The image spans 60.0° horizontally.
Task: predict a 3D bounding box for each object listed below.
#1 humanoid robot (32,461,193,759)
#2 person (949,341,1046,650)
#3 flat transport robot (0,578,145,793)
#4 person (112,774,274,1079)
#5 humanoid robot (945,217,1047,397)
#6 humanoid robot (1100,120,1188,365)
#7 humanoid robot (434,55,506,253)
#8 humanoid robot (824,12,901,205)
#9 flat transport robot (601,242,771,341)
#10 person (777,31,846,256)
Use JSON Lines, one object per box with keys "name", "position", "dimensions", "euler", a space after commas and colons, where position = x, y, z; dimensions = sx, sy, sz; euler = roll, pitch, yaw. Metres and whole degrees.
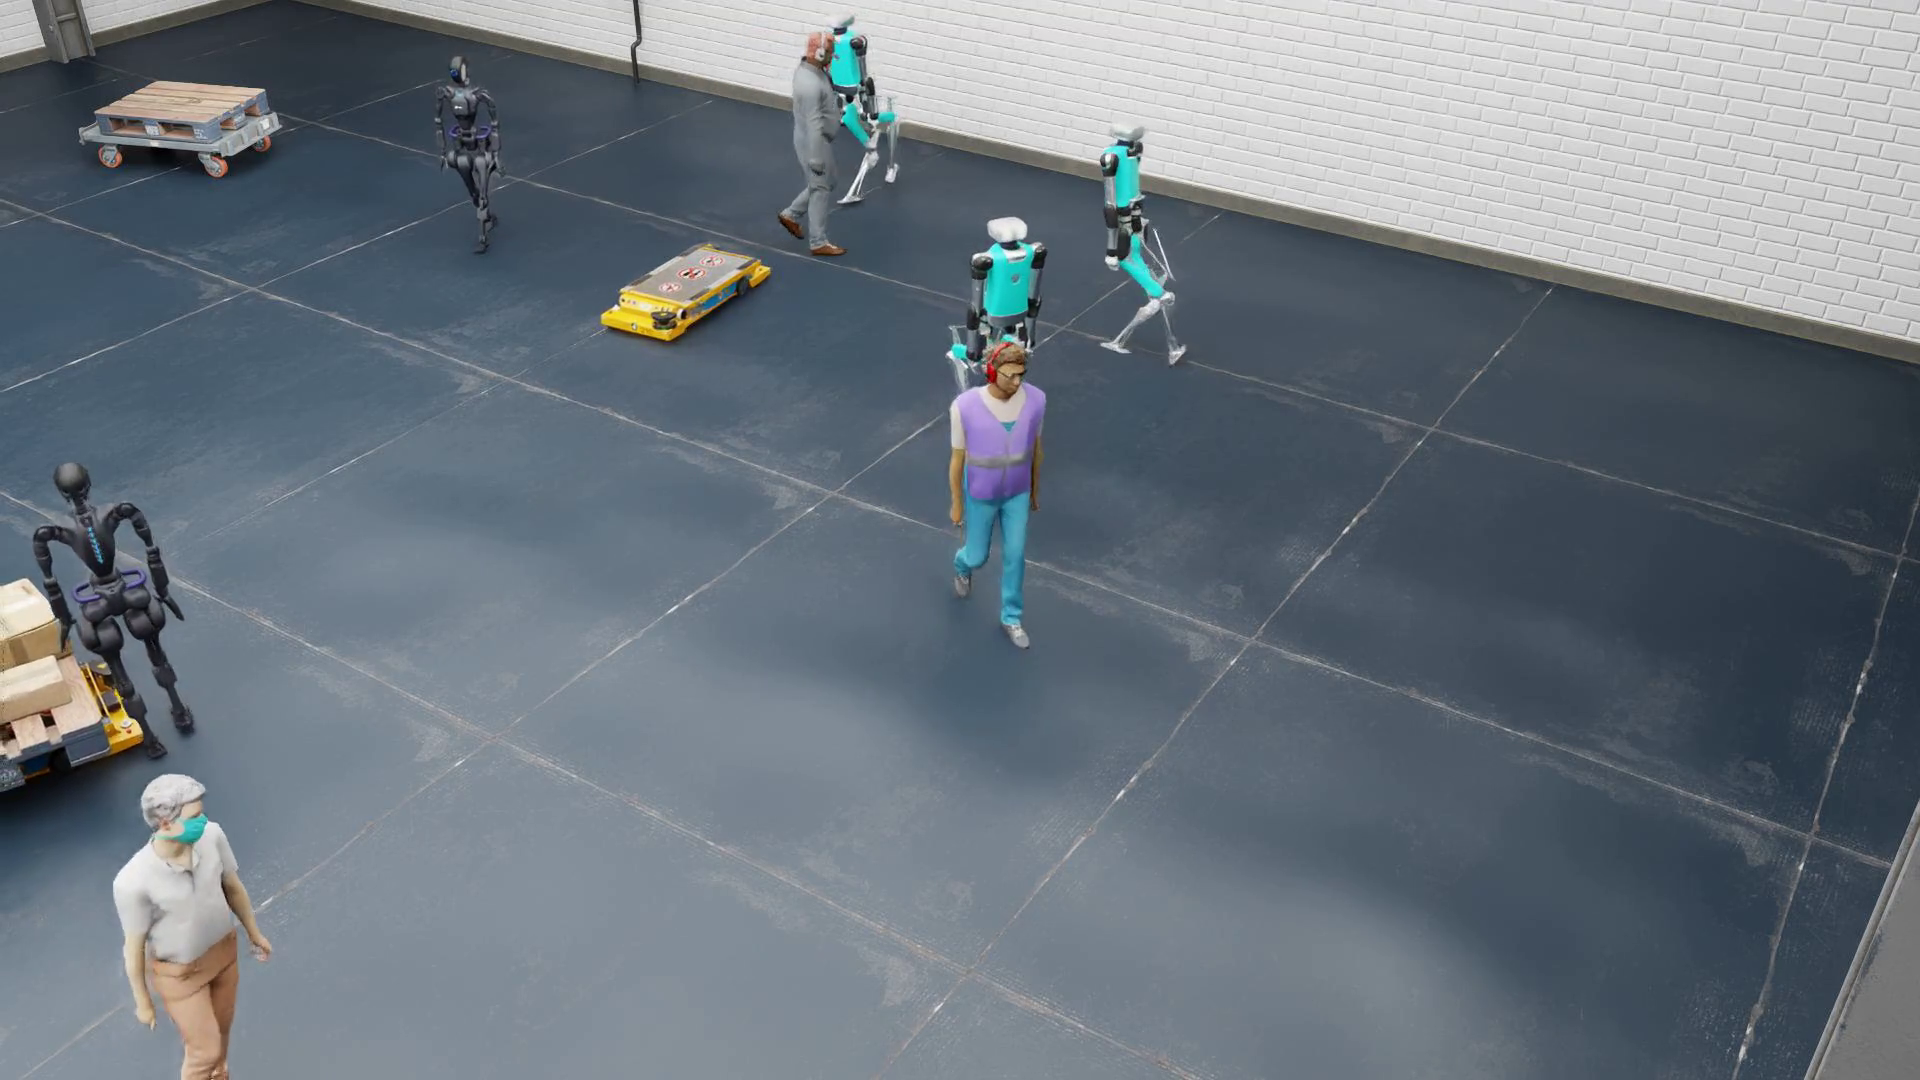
{"name": "humanoid robot", "position": [-4.259, 0.358, 8.407], "dimensions": [0.586, 1.643, 0.395], "euler": [-22, 39, -31]}
{"name": "person", "position": [0.190, -0.290, 9.269], "dimensions": [0.584, 1.822, 0.644], "euler": [-11, 34, -17]}
{"name": "flat transport robot", "position": [-5.034, 1.067, 8.596], "dimensions": [1.431, 0.231, 0.659], "euler": [-21, 38, -29]}
{"name": "person", "position": [-2.940, 1.621, 6.399], "dimensions": [0.415, 1.712, 0.519], "euler": [14, 35, 20]}
{"name": "humanoid robot", "position": [0.197, -1.368, 11.058], "dimensions": [0.541, 1.741, 1.066], "euler": [-17, 36, -24]}
{"name": "humanoid robot", "position": [1.451, -2.135, 12.268], "dimensions": [0.910, 1.815, 0.566], "euler": [18, 37, 26]}
{"name": "humanoid robot", "position": [-4.170, -3.325, 14.175], "dimensions": [0.590, 1.626, 0.790], "euler": [2, 33, 3]}
{"name": "humanoid robot", "position": [-0.815, -3.974, 15.131], "dimensions": [0.577, 1.761, 1.041], "euler": [22, 39, 31]}
{"name": "flat transport robot", "position": [-2.190, -2.014, 13.391], "dimensions": [0.659, 0.231, 1.431], "euler": [16, 36, 23]}
{"name": "person", "position": [-1.248, -3.304, 13.905], "dimensions": [0.517, 1.884, 0.682], "euler": [-4, 33, -6]}
